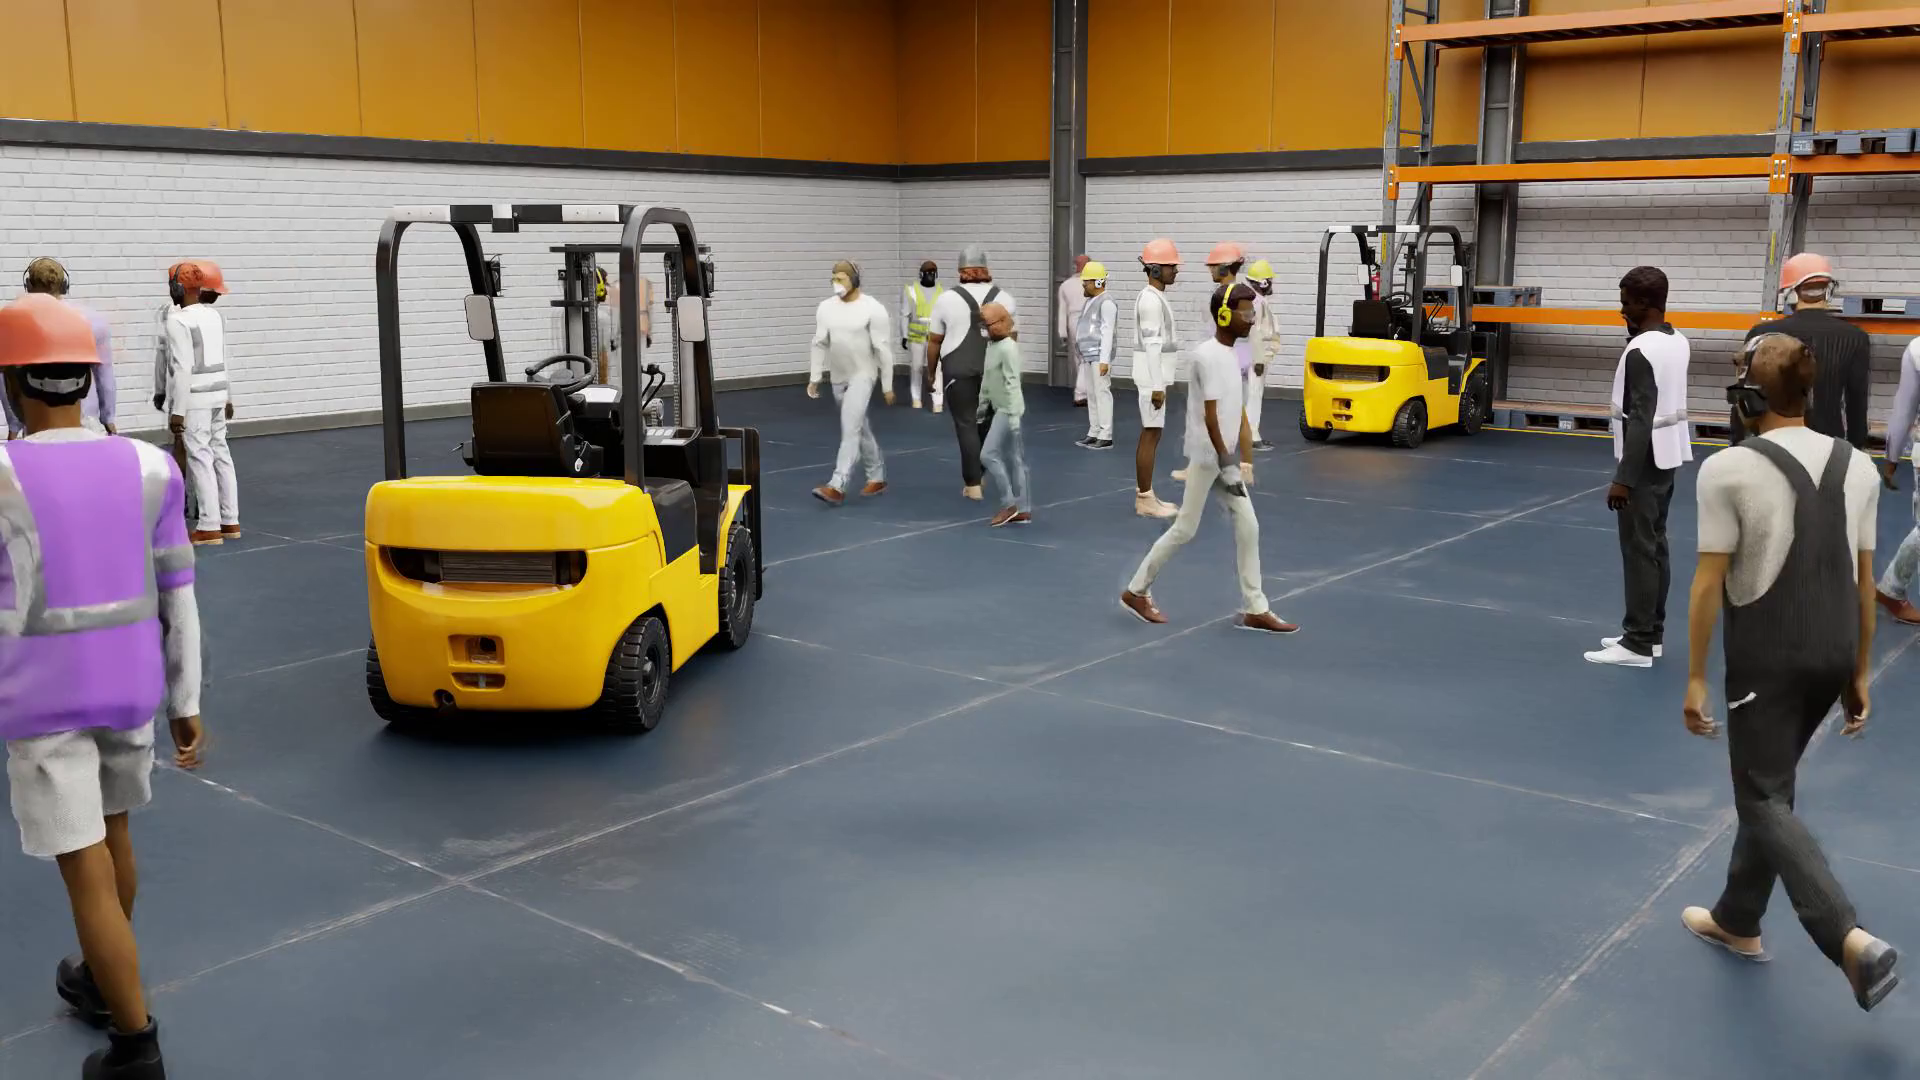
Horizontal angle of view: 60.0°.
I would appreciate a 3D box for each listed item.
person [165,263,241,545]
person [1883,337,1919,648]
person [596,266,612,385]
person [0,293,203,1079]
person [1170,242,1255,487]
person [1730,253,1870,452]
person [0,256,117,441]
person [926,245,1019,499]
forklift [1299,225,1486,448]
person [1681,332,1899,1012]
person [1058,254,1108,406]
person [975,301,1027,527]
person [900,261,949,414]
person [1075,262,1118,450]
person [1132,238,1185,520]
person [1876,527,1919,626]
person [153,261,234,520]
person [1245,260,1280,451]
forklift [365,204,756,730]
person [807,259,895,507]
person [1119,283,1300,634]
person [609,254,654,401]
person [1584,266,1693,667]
[{"bbox_3d":[-5.097,-0.906,11.151,0.337,1.882,0.585,1,10,7],"label":"person"},{"bbox_3d":[4.934,-0.385,8.192,0.641,1.906,0.477,4,11,20],"label":"person"},{"bbox_3d":[-2.925,-1.211,12.987,0.523,1.843,0.860,9,14,42],"label":"person"},{"bbox_3d":[-2.201,0.370,4.021,0.878,1.900,0.568,7,13,35],"label":"person"},{"bbox_3d":[2.114,-1.444,13.783,0.854,2.012,0.619,8,13,37],"label":"person"},{"bbox_3d":[4.357,-0.499,8.682,0.612,1.967,0.434,2,10,9],"label":"person"},{"bbox_3d":[-5.374,-0.713,9.935,0.631,1.940,0.372,-7,12,-34],"label":"person"},{"bbox_3d":[0.078,-1.382,13.359,0.698,2.000,1.004,-3,11,-14],"label":"person"},{"bbox_3d":[4.449,-2.115,16.993,1.214,2.155,2.313,8,13,38],"label":"forklift"},{"bbox_3d":[2.246,0.359,4.422,0.526,1.802,0.799,-2,10,-10],"label":"person"},{"bbox_3d":[1.566,-2.589,20.568,0.647,1.862,0.963,6,12,31],"label":"person"},{"bbox_3d":[0.312,-0.887,11.803,0.428,1.607,0.612,-1,10,-7],"label":"person"},{"bbox_3d":[-0.415,-2.431,19.871,0.628,1.799,0.964,-1,10,-7],"label":"person"},{"bbox_3d":[1.325,-1.799,16.274,0.403,1.826,0.591,-3,11,-16],"label":"person"},{"bbox_3d":[1.451,-1.178,12.218,0.371,2.044,0.608,1,10,5],"label":"person"},{"bbox_3d":[5.204,-0.421,8.480,0.627,1.891,1.039,-5,12,-27],"label":"person"},{"bbox_3d":[-5.609,-1.080,12.134,0.710,1.893,0.354,4,11,22],"label":"person"},{"bbox_3d":[2.905,-1.789,16.182,0.403,1.836,0.591,1,10,6],"label":"person"},{"bbox_3d":[-1.766,-0.406,7.525,1.214,2.155,2.313,1,10,7],"label":"forklift"},{"bbox_3d":[-0.867,-1.219,12.893,0.619,1.877,1.007,7,13,36],"label":"person"},{"bbox_3d":[1.288,-0.428,8.692,0.949,1.822,0.500,6,12,31],"label":"person"},{"bbox_3d":[-3.977,-2.545,20.125,0.617,1.924,0.386,-8,13,-36],"label":"person"},{"bbox_3d":[3.279,-0.345,7.965,0.391,1.914,0.587,8,13,36],"label":"person"}]
